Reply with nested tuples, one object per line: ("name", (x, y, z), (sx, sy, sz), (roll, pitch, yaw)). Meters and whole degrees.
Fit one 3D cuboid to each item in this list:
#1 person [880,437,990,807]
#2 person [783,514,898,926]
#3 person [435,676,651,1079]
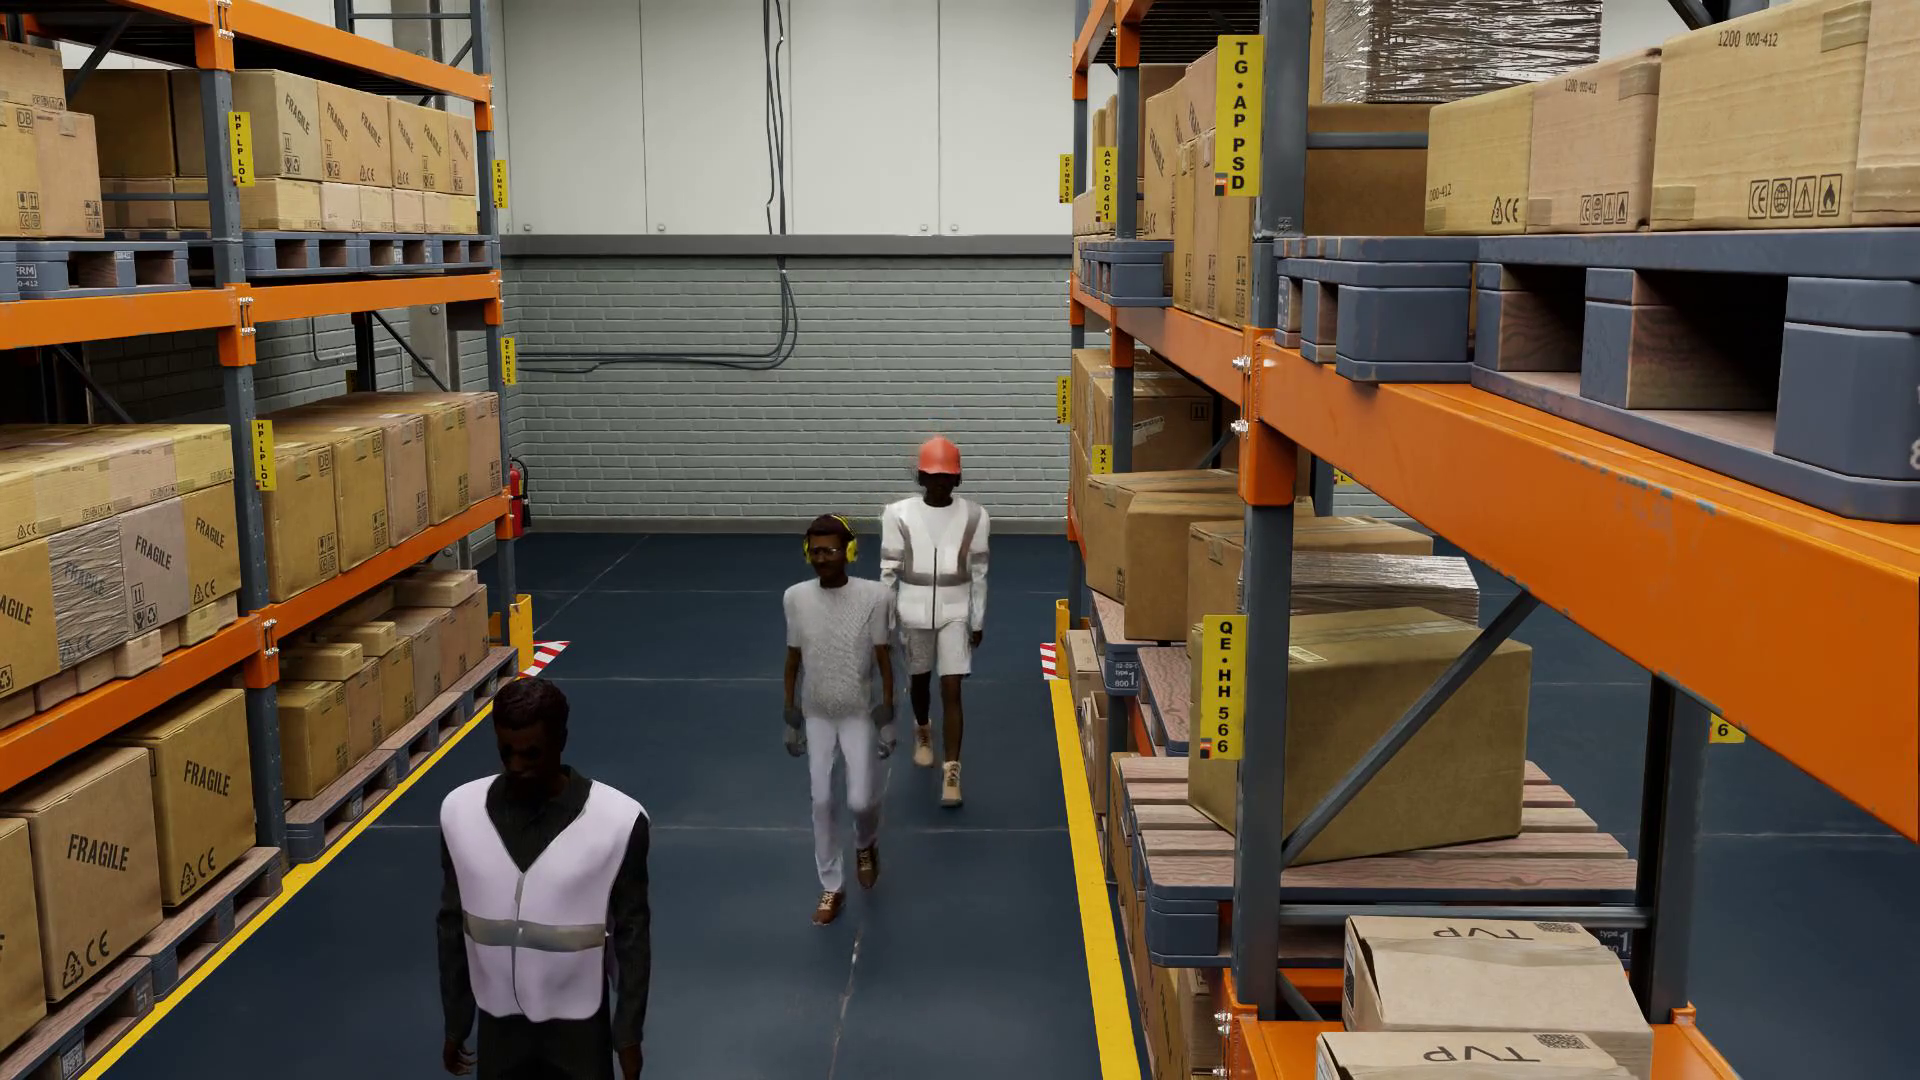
("person", (-0.139, 0.403, 9.311), (0.612, 1.996, 1.061), (0, 10, 0))
("person", (-0.538, 0.784, 7.507), (0.541, 1.859, 0.469), (1, 10, 8))
("person", (-1.121, 1.289, 4.518), (0.591, 1.915, 0.393), (1, 10, 6))
